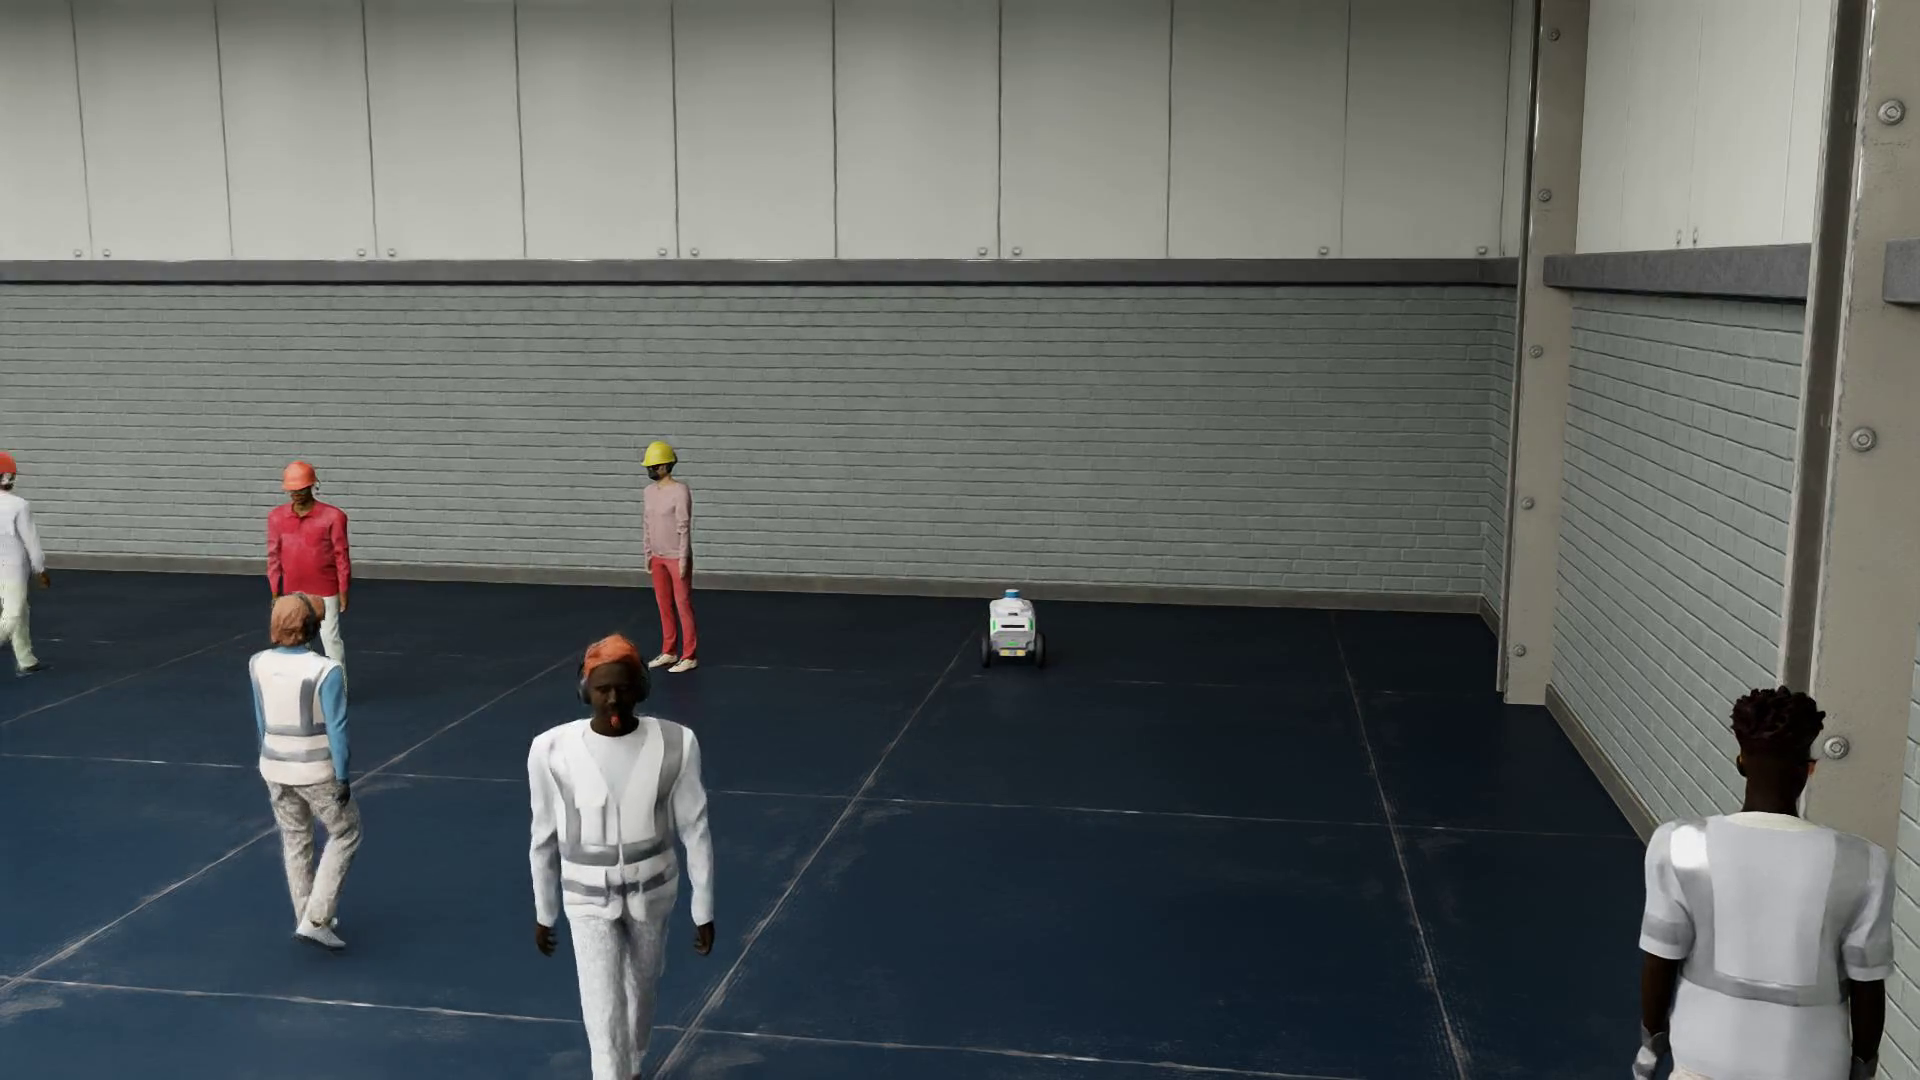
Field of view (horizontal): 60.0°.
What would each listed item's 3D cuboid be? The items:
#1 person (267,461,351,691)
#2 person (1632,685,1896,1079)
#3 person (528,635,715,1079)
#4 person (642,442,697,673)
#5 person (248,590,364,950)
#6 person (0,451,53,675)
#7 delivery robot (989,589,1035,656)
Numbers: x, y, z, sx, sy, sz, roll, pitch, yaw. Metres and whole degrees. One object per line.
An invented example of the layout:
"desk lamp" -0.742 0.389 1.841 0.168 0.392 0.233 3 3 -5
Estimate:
"person" -4.483 0.319 11.447 0.571 1.743 0.351 0 9 2
"person" 2.107 1.352 4.404 0.600 1.959 0.375 4 10 23
"person" -1.139 1.218 5.637 0.597 1.841 0.990 -3 10 -17
"person" -2.222 0.128 12.582 0.518 1.756 0.348 8 12 40
"person" -2.907 1.032 7.406 0.547 1.630 0.388 3 10 19
"person" -7.051 0.214 12.181 0.541 1.719 0.801 4 10 22
"delivery robot" 0.401 0.626 12.917 0.477 0.478 0.707 0 9 0
